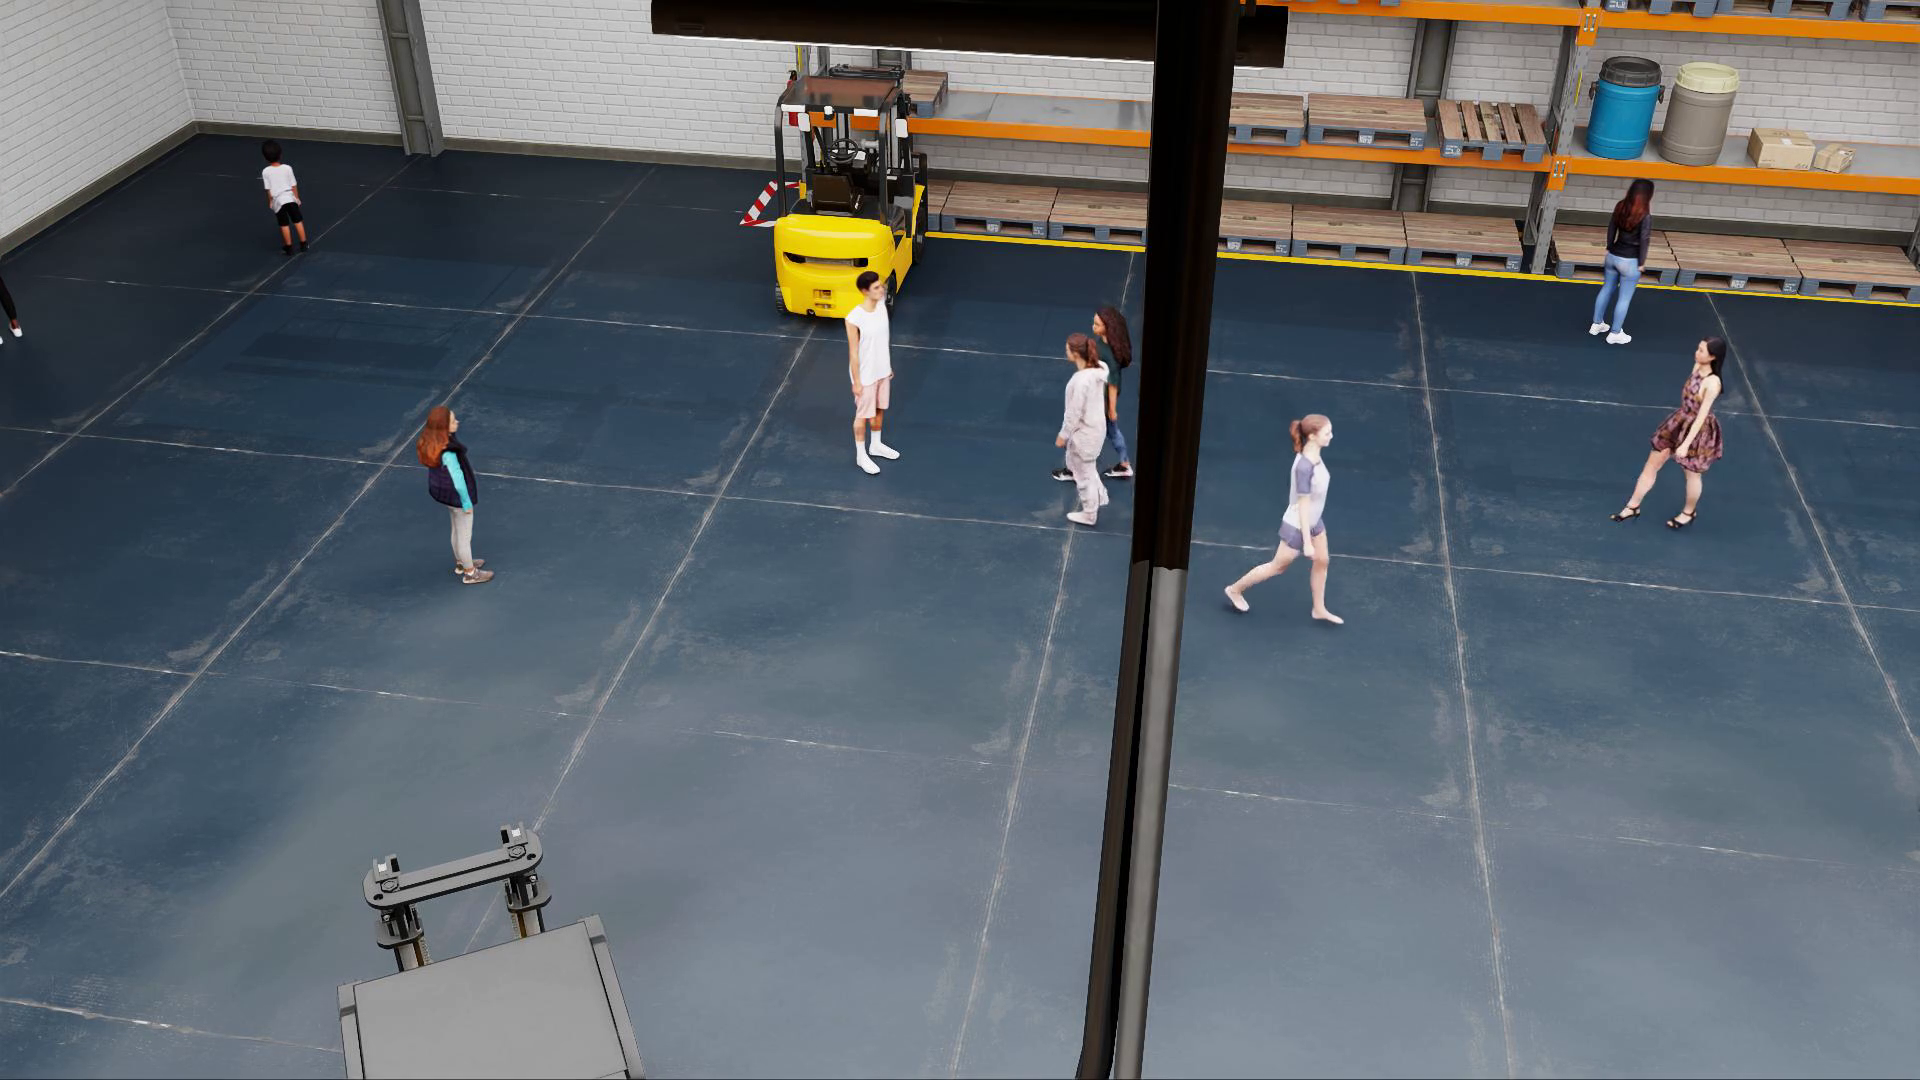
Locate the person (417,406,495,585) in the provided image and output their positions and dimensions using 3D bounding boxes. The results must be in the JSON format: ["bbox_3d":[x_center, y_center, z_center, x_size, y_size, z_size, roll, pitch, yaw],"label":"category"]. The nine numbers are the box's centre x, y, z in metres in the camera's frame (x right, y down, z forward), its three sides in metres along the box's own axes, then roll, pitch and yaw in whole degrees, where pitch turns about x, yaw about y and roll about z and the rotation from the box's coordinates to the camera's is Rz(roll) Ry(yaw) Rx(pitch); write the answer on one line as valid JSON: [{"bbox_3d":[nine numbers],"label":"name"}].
[{"bbox_3d":[-3.846,-0.355,12.670,0.743,1.501,0.688,-18,38,-25],"label":"person"}]

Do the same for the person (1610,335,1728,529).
[{"bbox_3d":[5.846,-0.807,13.125,0.984,1.750,0.731,-1,34,-1],"label":"person"}]

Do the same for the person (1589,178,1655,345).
[{"bbox_3d":[6.440,-2.717,16.105,0.741,1.633,0.721,-14,36,-20],"label":"person"}]

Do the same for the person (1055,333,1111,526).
[{"bbox_3d":[1.086,-0.842,13.249,0.678,1.671,0.663,11,35,16],"label":"person"}]

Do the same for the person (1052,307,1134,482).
[{"bbox_3d":[1.261,-1.197,13.858,0.957,1.588,0.681,0,34,0],"label":"person"}]

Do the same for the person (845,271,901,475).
[{"bbox_3d":[-0.765,-1.444,14.046,0.716,1.791,0.721,21,39,28],"label":"person"}]

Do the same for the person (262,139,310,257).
[{"bbox_3d":[-7.283,-3.690,17.905,0.569,1.261,0.635,-18,38,-25],"label":"person"}]

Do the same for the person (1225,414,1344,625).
[{"bbox_3d":[2.398,-0.127,12.120,1.164,1.731,0.754,14,36,19],"label":"person"}]
